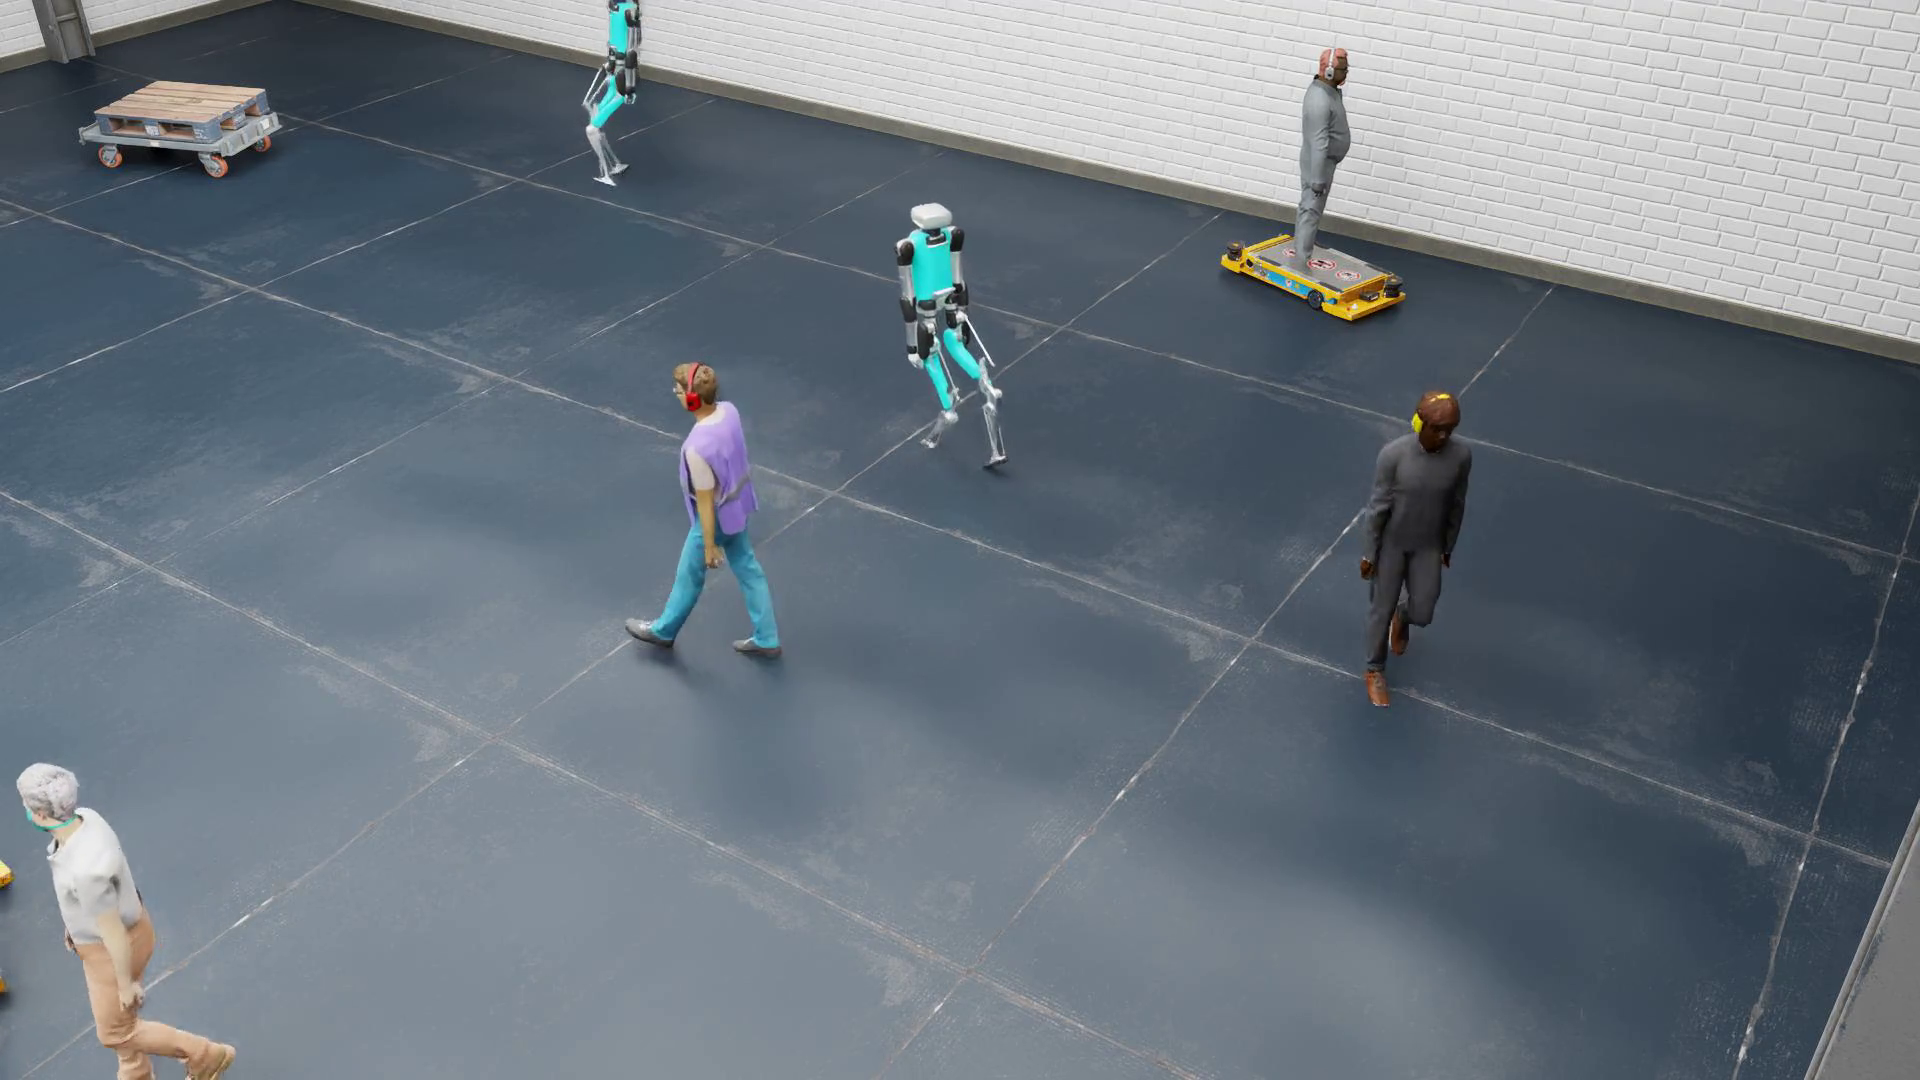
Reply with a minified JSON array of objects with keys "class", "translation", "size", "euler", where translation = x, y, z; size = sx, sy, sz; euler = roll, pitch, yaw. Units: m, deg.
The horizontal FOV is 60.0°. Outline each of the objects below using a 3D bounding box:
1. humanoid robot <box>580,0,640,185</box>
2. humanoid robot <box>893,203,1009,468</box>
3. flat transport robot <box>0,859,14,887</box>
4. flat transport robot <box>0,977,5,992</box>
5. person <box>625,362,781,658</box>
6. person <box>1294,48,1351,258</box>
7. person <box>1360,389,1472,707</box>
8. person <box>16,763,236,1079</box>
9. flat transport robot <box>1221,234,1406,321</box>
[{"class":"humanoid robot","translation":[-3.327,-4.214,15.458],"size":[0.848,1.778,0.615],"euler":[-17,37,-25]},{"class":"humanoid robot","translation":[0.036,-1.235,10.861],"size":[0.550,1.767,1.013],"euler":[-24,40,-33]},{"class":"flat transport robot","translation":[-5.201,1.719,7.581],"size":[0.659,0.231,1.431],"euler":[26,41,34]},{"class":"flat transport robot","translation":[-4.936,2.058,7.054],"size":[1.431,0.231,0.659],"euler":[-28,42,-36]},{"class":"person","translation":[-1.425,-0.149,9.066],"size":[0.932,1.796,0.595],"euler":[9,34,14]},{"class":"person","translation":[2.923,-3.022,13.446],"size":[0.413,1.907,0.650],"euler":[6,33,9]},{"class":"person","translation":[2.374,-0.007,8.802],"size":[0.522,1.854,0.515],"euler":[1,33,2]},{"class":"person","translation":[-3.323,1.587,6.443],"size":[0.482,1.719,0.506],"euler":[-18,37,-26]},{"class":"flat transport robot","translation":[2.891,-2.190,13.664],"size":[0.659,0.231,1.431],"euler":[-23,39,-31]}]
